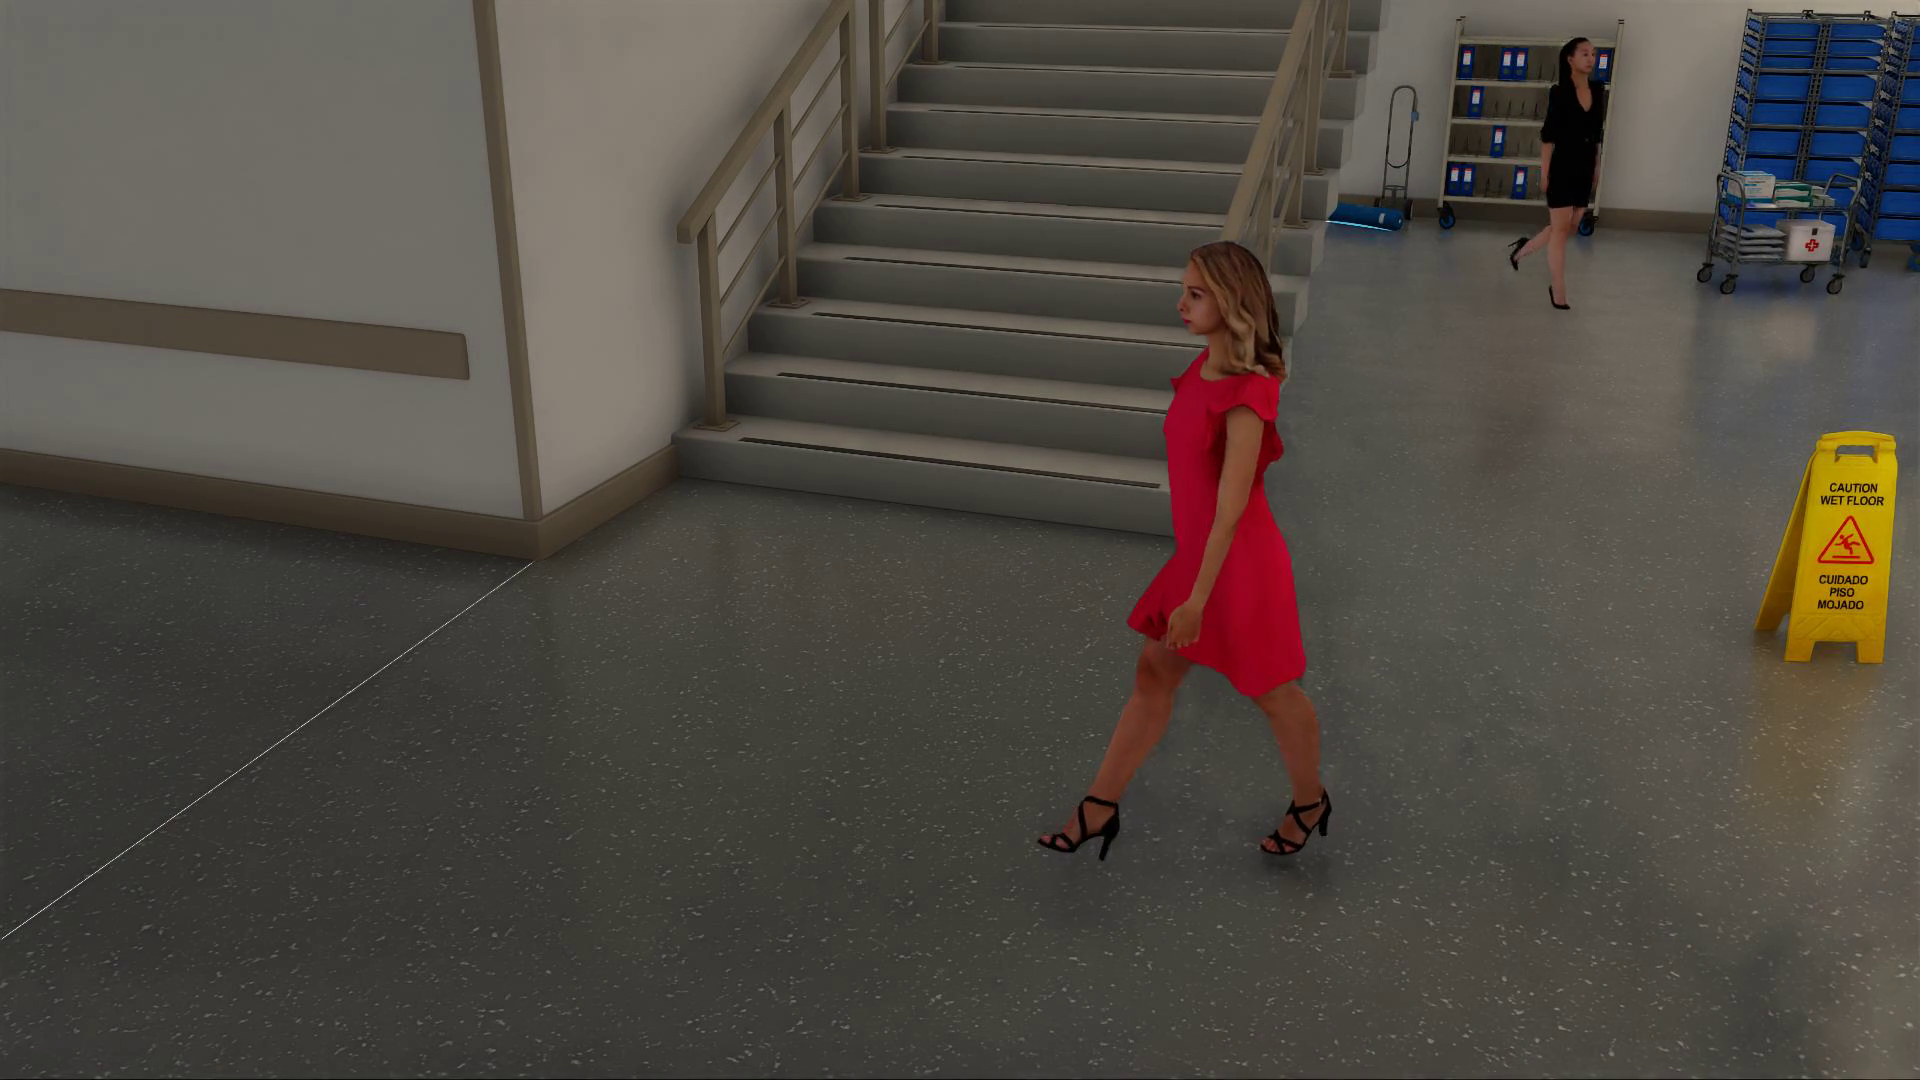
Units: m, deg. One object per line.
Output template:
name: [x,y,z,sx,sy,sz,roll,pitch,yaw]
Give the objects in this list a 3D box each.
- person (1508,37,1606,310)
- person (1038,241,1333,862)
person: [3.854,-2.354,10.710,0.927,1.683,1.002,-8,22,-21]
person: [0.768,0.105,4.225,1.005,1.678,1.053,-5,21,-13]
